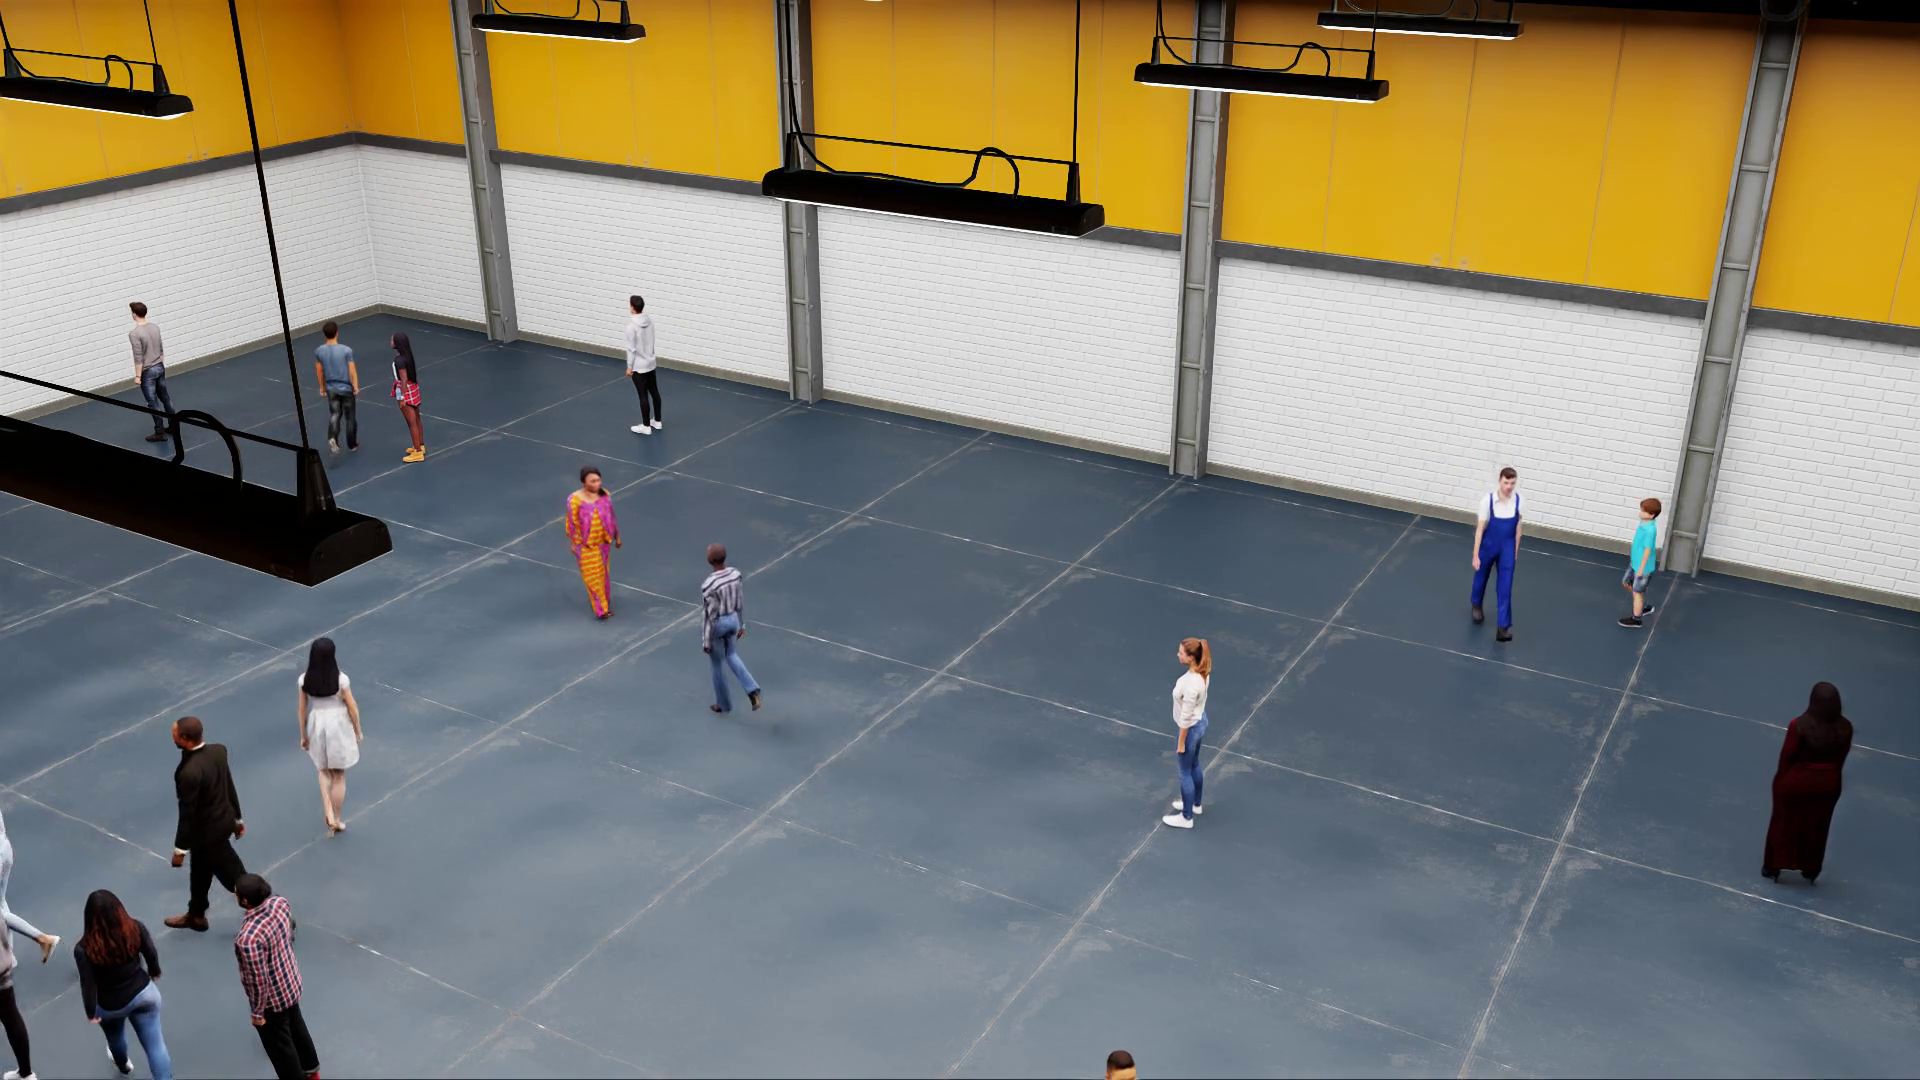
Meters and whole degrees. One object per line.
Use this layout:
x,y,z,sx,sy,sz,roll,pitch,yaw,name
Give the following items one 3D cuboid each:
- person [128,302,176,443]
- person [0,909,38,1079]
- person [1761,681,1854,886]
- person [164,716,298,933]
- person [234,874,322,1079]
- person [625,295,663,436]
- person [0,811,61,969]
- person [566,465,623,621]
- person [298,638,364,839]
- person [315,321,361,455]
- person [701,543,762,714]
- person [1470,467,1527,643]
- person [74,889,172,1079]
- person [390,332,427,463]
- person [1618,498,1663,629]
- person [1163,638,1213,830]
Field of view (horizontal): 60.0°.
-10.905,-2.280,22.432,0.667,1.903,0.751,7,25,15,person
-6.306,2.864,10.854,0.916,1.752,0.723,9,25,21,person
6.652,1.913,13.024,0.718,1.756,0.831,1,24,3,person
-5.428,2.184,12.281,1.383,1.856,1.136,0,24,1,person
-4.441,2.900,10.759,0.760,1.761,0.783,1,24,2,person
-4.309,-2.406,22.690,0.578,1.929,0.671,14,27,29,person
-6.917,2.351,11.991,1.027,1.781,0.810,3,24,8,person
-3.896,-0.044,17.587,0.851,1.687,1.054,-19,30,-36,person
-5.153,1.669,13.586,0.806,1.754,0.860,-1,24,-1,person
-8.169,-1.962,21.841,0.990,1.795,0.990,-1,24,-2,person
-2.122,0.875,15.371,0.873,1.779,0.694,16,28,33,person
5.510,0.081,17.170,1.295,1.792,1.117,1,24,3,person
-5.344,3.009,10.724,0.882,1.591,1.184,-20,31,-38,person
-7.217,-1.890,21.758,0.765,1.729,0.721,-2,24,-6,person
7.157,0.237,17.255,0.666,1.440,0.622,5,24,12,person
1.927,1.582,13.820,0.562,1.726,0.630,9,25,20,person
